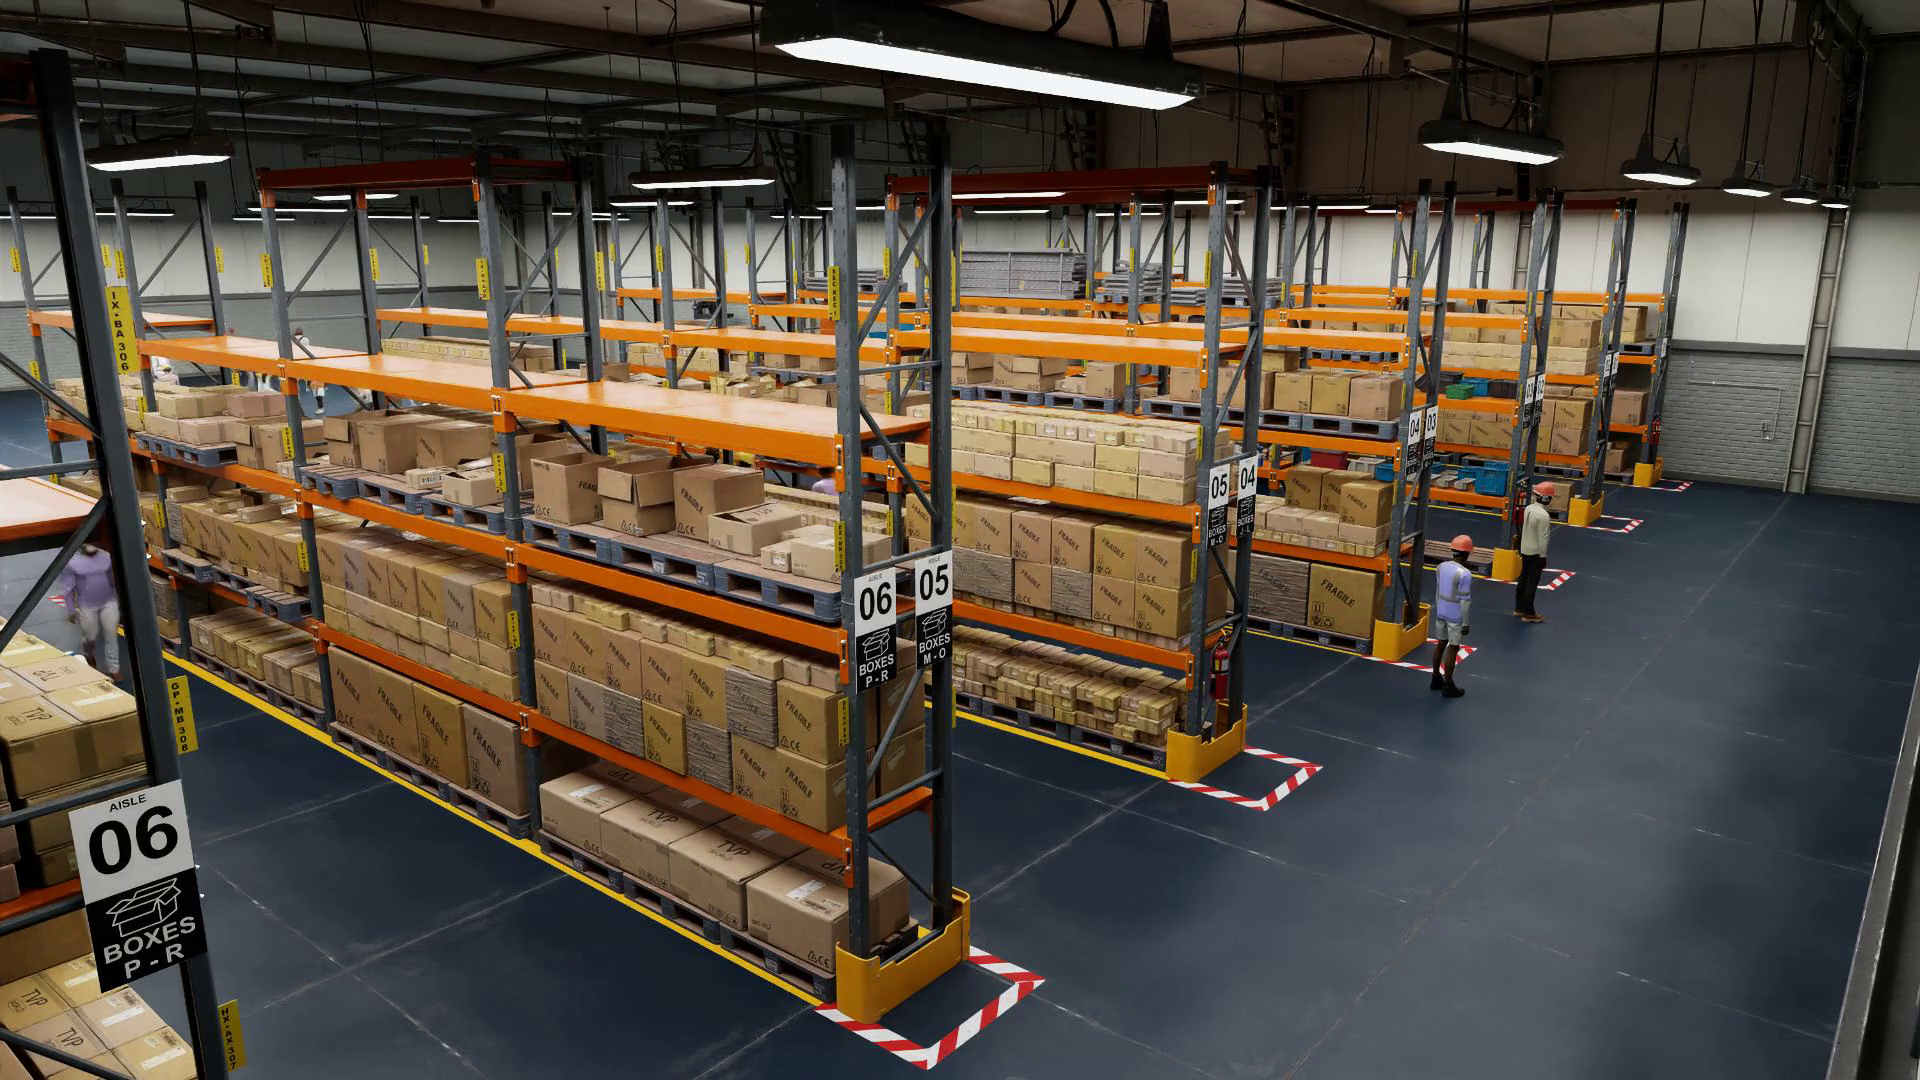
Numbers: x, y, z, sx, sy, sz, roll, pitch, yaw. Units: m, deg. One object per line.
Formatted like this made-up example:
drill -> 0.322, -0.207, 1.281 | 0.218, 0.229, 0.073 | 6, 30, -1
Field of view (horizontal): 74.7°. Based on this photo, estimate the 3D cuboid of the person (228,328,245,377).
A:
person -> -27.847, -7.198, 48.325 | 0.812, 1.878, 0.652 | 4, 14, 17

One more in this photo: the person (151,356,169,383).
person -> -26.177, -5.469, 41.236 | 0.577, 1.865, 0.574 | 7, 15, 27

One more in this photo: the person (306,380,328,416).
person -> -19.504, -4.615, 38.171 | 0.549, 1.643, 0.898 | -1, 14, -3

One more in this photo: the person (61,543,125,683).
person -> -10.585, 0.781, 15.413 | 0.685, 1.919, 0.639 | 11, 17, 37

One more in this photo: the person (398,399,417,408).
person -> -16.942, -4.780, 38.426 | 0.988, 1.850, 0.682 | 9, 16, 33

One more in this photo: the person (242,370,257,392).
person -> -24.055, -5.868, 42.807 | 0.769, 1.901, 0.606 | 2, 14, 9

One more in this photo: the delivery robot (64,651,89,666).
delivery robot -> -10.540, 1.564, 14.935 | 0.477, 0.478, 0.707 | -11, 18, -38

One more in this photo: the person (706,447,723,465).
person -> -4.240, -0.724, 21.846 | 0.528, 1.841, 0.634 | 5, 15, 21

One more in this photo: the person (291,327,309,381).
person -> -24.542, -6.902, 46.856 | 0.694, 2.000, 0.842 | -2, 14, -7

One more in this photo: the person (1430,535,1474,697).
person -> 5.872, 0.886, 14.970 | 0.389, 1.929, 0.545 | -4, 14, -15

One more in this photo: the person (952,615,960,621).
person -> -0.333, 0.269, 17.768 | 0.868, 1.814, 0.637 | 12, 18, 40

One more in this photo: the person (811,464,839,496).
person -> -2.092, -0.317, 19.797 | 0.603, 1.976, 1.087 | -8, 16, -29

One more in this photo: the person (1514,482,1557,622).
person -> 8.162, 0.158, 17.843 | 0.406, 1.987, 0.615 | 0, 14, 1

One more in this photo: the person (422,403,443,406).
person -> -12.784, -2.769, 30.608 | 0.520, 1.636, 0.312 | -2, 14, -7

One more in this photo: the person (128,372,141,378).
person -> -25.564, -4.928, 38.960 | 0.593, 1.885, 0.656 | 1, 14, 5

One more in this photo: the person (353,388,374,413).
person -> -17.054, -4.253, 35.933 | 0.896, 2.018, 0.620 | -3, 14, -13

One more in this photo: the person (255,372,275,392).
person -> -22.151, -5.191, 40.184 | 0.749, 1.823, 0.625 | -12, 18, -41

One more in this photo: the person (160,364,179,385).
person -> -22.578, -4.148, 36.035 | 0.342, 1.757, 0.526 | 6, 15, 24

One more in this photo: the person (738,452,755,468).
person -> -3.631, -0.540, 20.943 | 0.507, 1.874, 0.642 | -4, 14, -15

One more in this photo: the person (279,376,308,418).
person -> -19.677, -4.420, 36.889 | 0.996, 1.892, 0.566 | 2, 14, 7

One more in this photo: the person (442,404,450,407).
person -> -16.041, -4.833, 39.126 | 0.533, 1.617, 0.379 | -11, 17, -37

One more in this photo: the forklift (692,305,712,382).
forklift -> -9.511, -7.392, 47.124 | 1.873, 2.768, 1.129 | 11, 17, 38

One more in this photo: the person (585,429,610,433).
person -> -9.953, -3.877, 34.654 | 0.780, 1.890, 0.552 | -3, 14, -13

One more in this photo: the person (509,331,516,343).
person -> -17.071, -7.016, 47.670 | 0.404, 1.833, 0.586 | 6, 15, 24

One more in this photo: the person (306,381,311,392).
person -> -22.679, -6.003, 44.031 | 0.504, 1.577, 0.903 | -1, 14, -4
